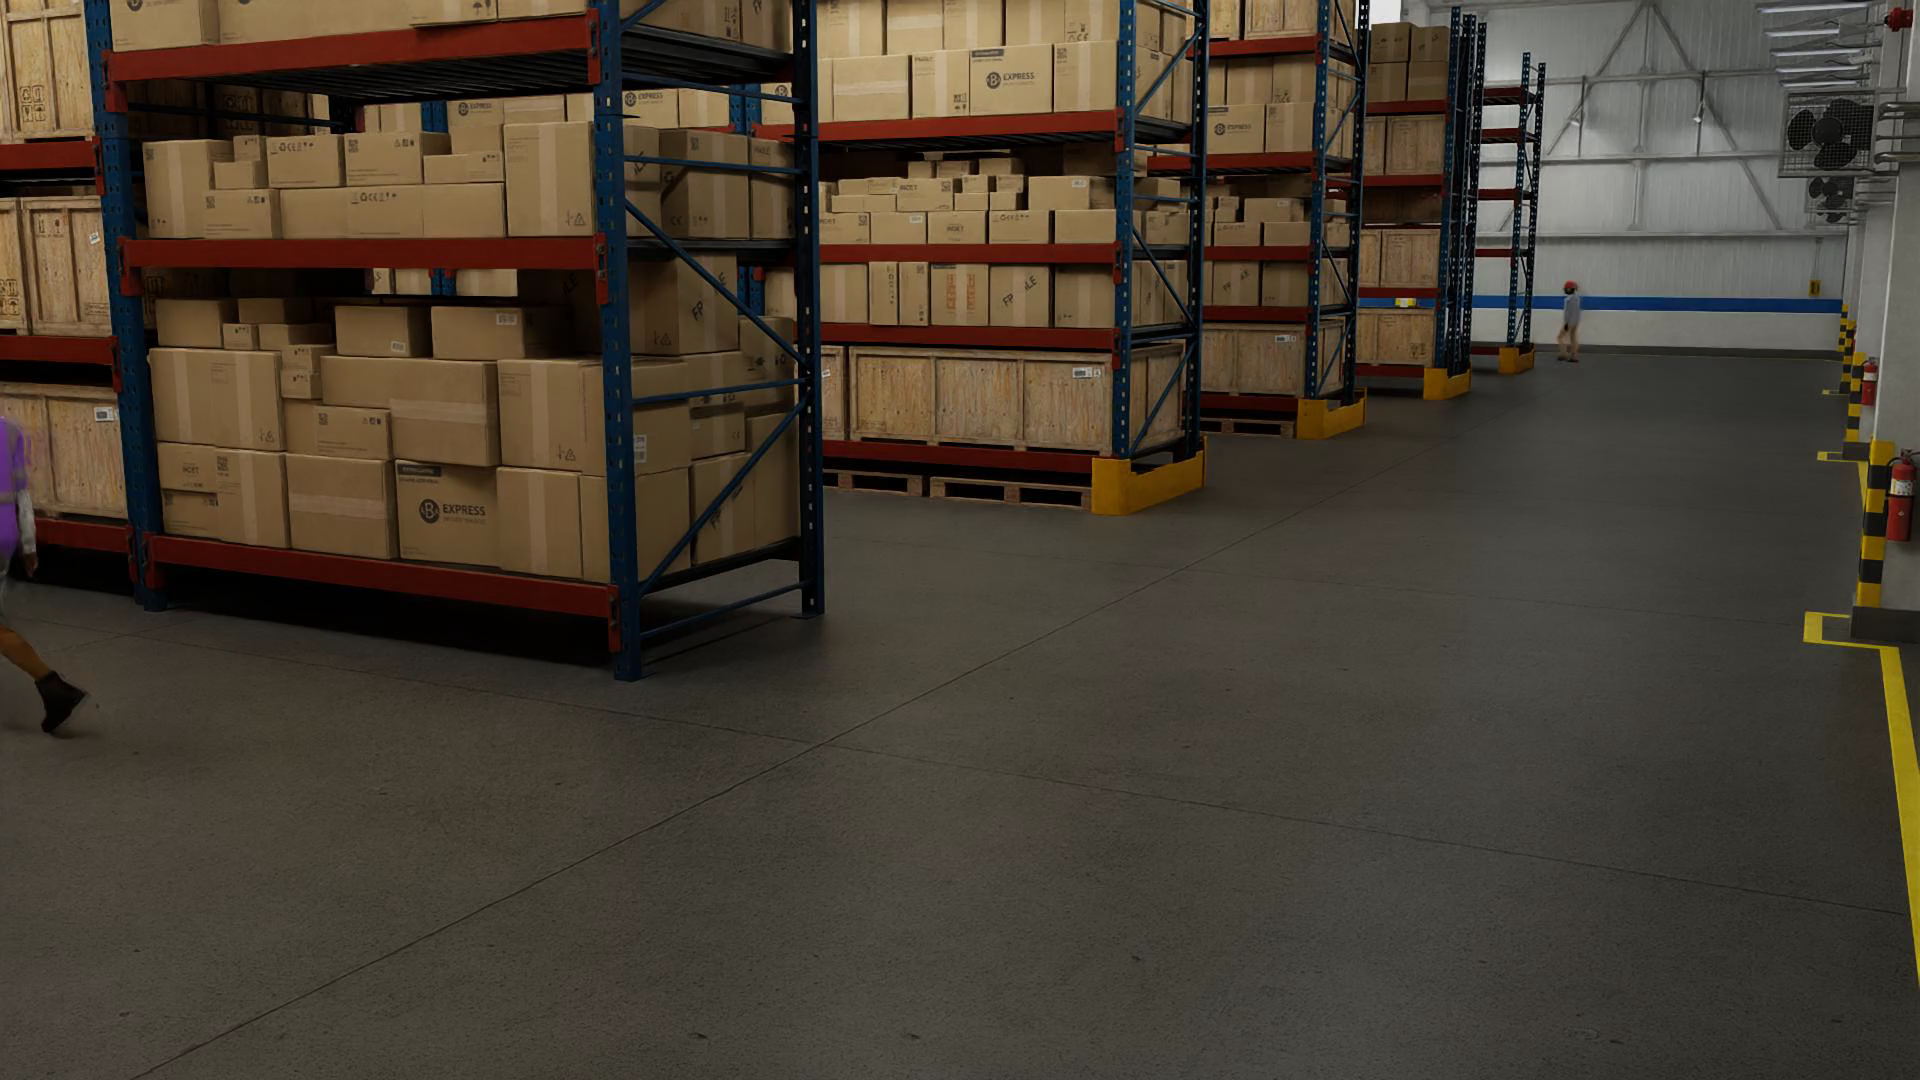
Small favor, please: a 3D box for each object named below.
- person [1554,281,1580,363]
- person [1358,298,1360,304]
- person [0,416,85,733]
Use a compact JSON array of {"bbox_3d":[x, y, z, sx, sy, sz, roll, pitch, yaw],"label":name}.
[{"bbox_3d":[12.973,-4.649,35.487,0.583,1.732,0.568,-7,12,-37],"label":"person"},{"bbox_3d":[9.358,-5.360,39.598,0.340,1.733,0.479,0,10,-2],"label":"person"},{"bbox_3d":[-4.696,0.008,8.061,0.936,1.901,0.562,3,10,15],"label":"person"}]
